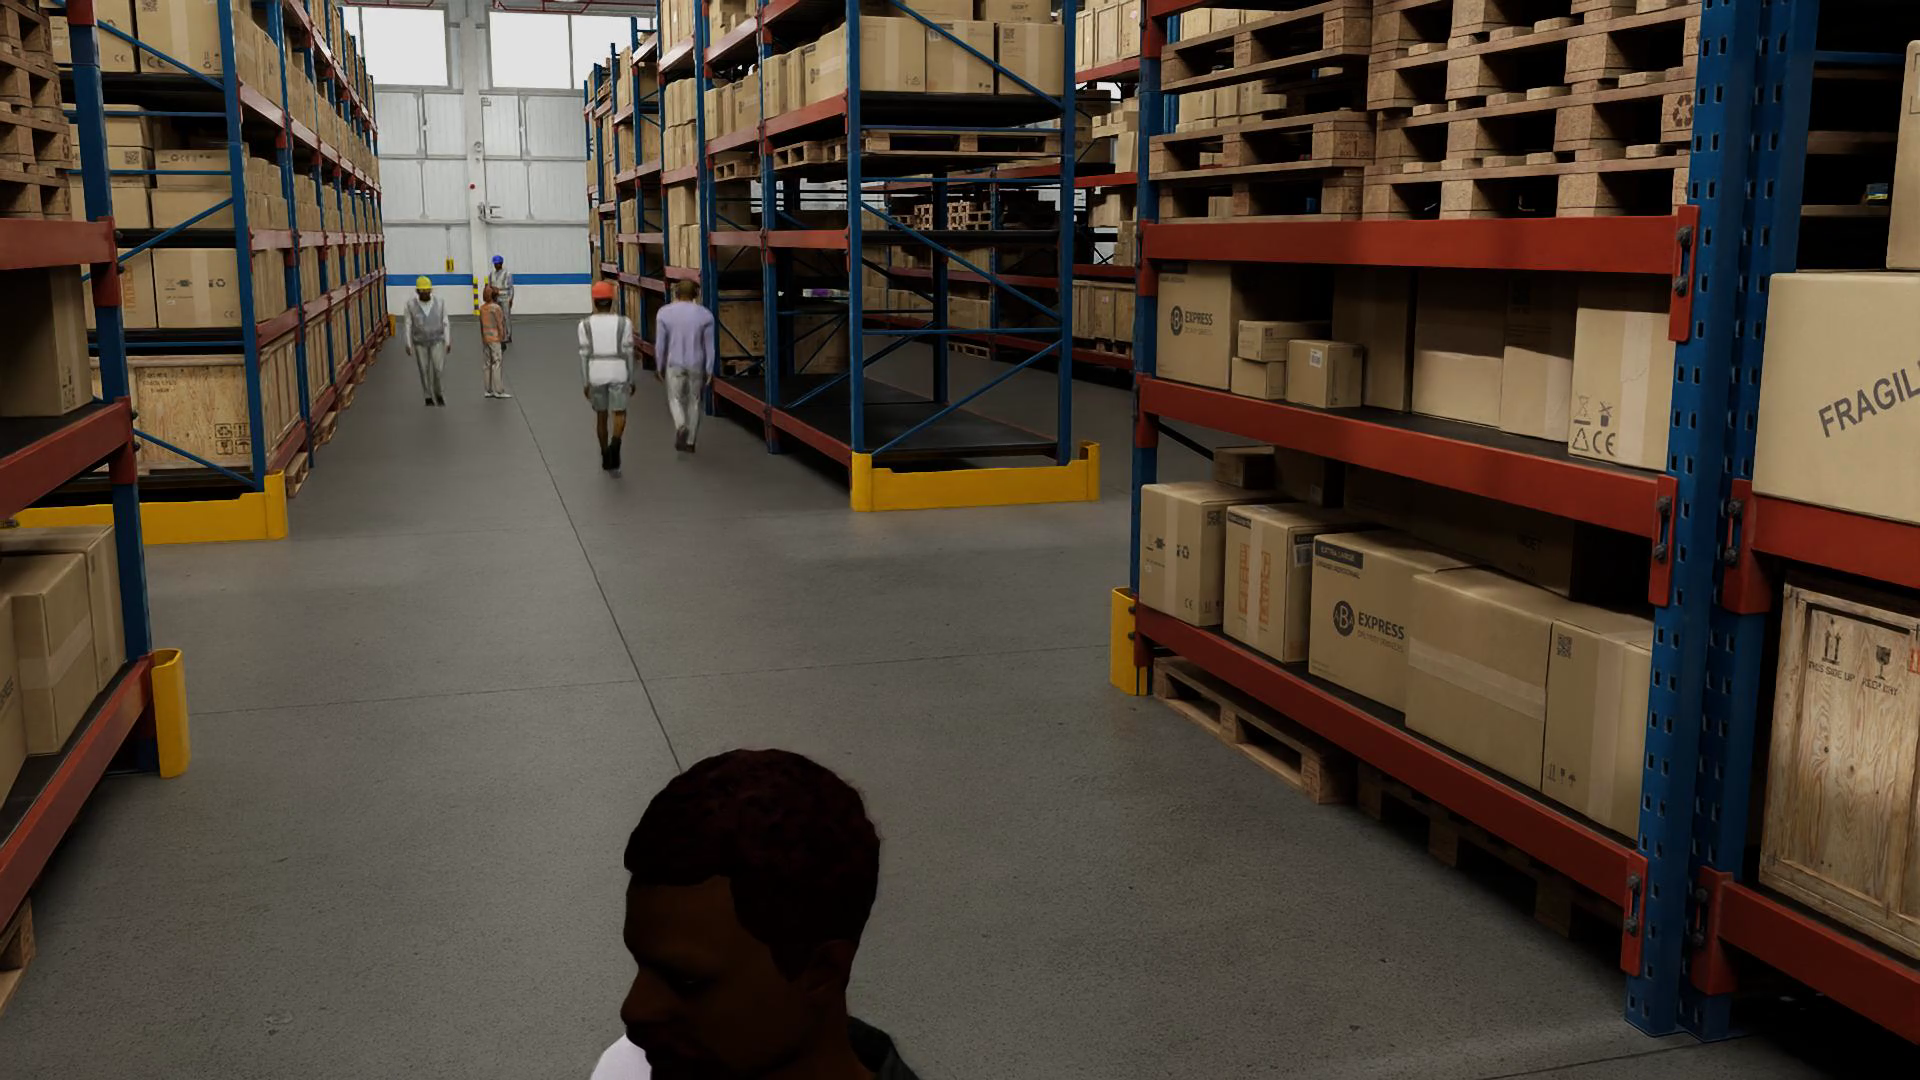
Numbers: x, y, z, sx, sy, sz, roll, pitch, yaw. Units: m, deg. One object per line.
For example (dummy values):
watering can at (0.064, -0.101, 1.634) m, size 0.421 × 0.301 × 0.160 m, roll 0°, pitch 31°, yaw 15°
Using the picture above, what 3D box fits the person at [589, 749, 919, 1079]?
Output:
person at (-0.143, 1.116, 1.589) m, size 0.600 × 1.917 × 0.377 m, roll 9°, pitch 14°, yaw 40°

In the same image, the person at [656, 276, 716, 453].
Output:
person at (-2.964, -1.887, 18.030) m, size 0.657 × 1.925 × 0.497 m, roll -3°, pitch 11°, yaw -14°

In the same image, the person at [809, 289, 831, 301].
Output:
person at (-3.558, -6.278, 42.222) m, size 0.562 × 1.893 × 0.997 m, roll -2°, pitch 10°, yaw -9°

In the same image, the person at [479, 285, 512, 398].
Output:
person at (-6.814, -2.886, 24.285) m, size 0.516 × 1.644 × 0.309 m, roll 8°, pitch 13°, yaw 38°

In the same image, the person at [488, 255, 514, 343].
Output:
person at (-10.193, -5.341, 36.915) m, size 0.640 × 1.946 × 0.414 m, roll 3°, pitch 11°, yaw 17°

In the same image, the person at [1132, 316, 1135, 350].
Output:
person at (2.494, -2.462, 21.989) m, size 0.280 × 1.631 × 0.507 m, roll -9°, pitch 14°, yaw -40°

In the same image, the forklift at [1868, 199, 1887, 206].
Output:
forklift at (11.338, -2.915, 21.052) m, size 1.129 × 2.768 × 1.873 m, roll -3°, pitch 11°, yaw -17°

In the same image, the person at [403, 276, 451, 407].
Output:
person at (-7.358, -2.732, 22.986) m, size 0.621 × 1.802 × 0.771 m, roll -4°, pitch 11°, yaw -19°

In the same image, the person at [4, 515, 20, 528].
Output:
person at (-5.413, -0.085, 9.022) m, size 0.723 × 1.604 × 0.503 m, roll 5°, pitch 12°, yaw 27°

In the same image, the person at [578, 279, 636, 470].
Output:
person at (-3.537, -1.637, 16.662) m, size 0.561 × 1.925 × 0.599 m, roll -1°, pitch 10°, yaw -6°
